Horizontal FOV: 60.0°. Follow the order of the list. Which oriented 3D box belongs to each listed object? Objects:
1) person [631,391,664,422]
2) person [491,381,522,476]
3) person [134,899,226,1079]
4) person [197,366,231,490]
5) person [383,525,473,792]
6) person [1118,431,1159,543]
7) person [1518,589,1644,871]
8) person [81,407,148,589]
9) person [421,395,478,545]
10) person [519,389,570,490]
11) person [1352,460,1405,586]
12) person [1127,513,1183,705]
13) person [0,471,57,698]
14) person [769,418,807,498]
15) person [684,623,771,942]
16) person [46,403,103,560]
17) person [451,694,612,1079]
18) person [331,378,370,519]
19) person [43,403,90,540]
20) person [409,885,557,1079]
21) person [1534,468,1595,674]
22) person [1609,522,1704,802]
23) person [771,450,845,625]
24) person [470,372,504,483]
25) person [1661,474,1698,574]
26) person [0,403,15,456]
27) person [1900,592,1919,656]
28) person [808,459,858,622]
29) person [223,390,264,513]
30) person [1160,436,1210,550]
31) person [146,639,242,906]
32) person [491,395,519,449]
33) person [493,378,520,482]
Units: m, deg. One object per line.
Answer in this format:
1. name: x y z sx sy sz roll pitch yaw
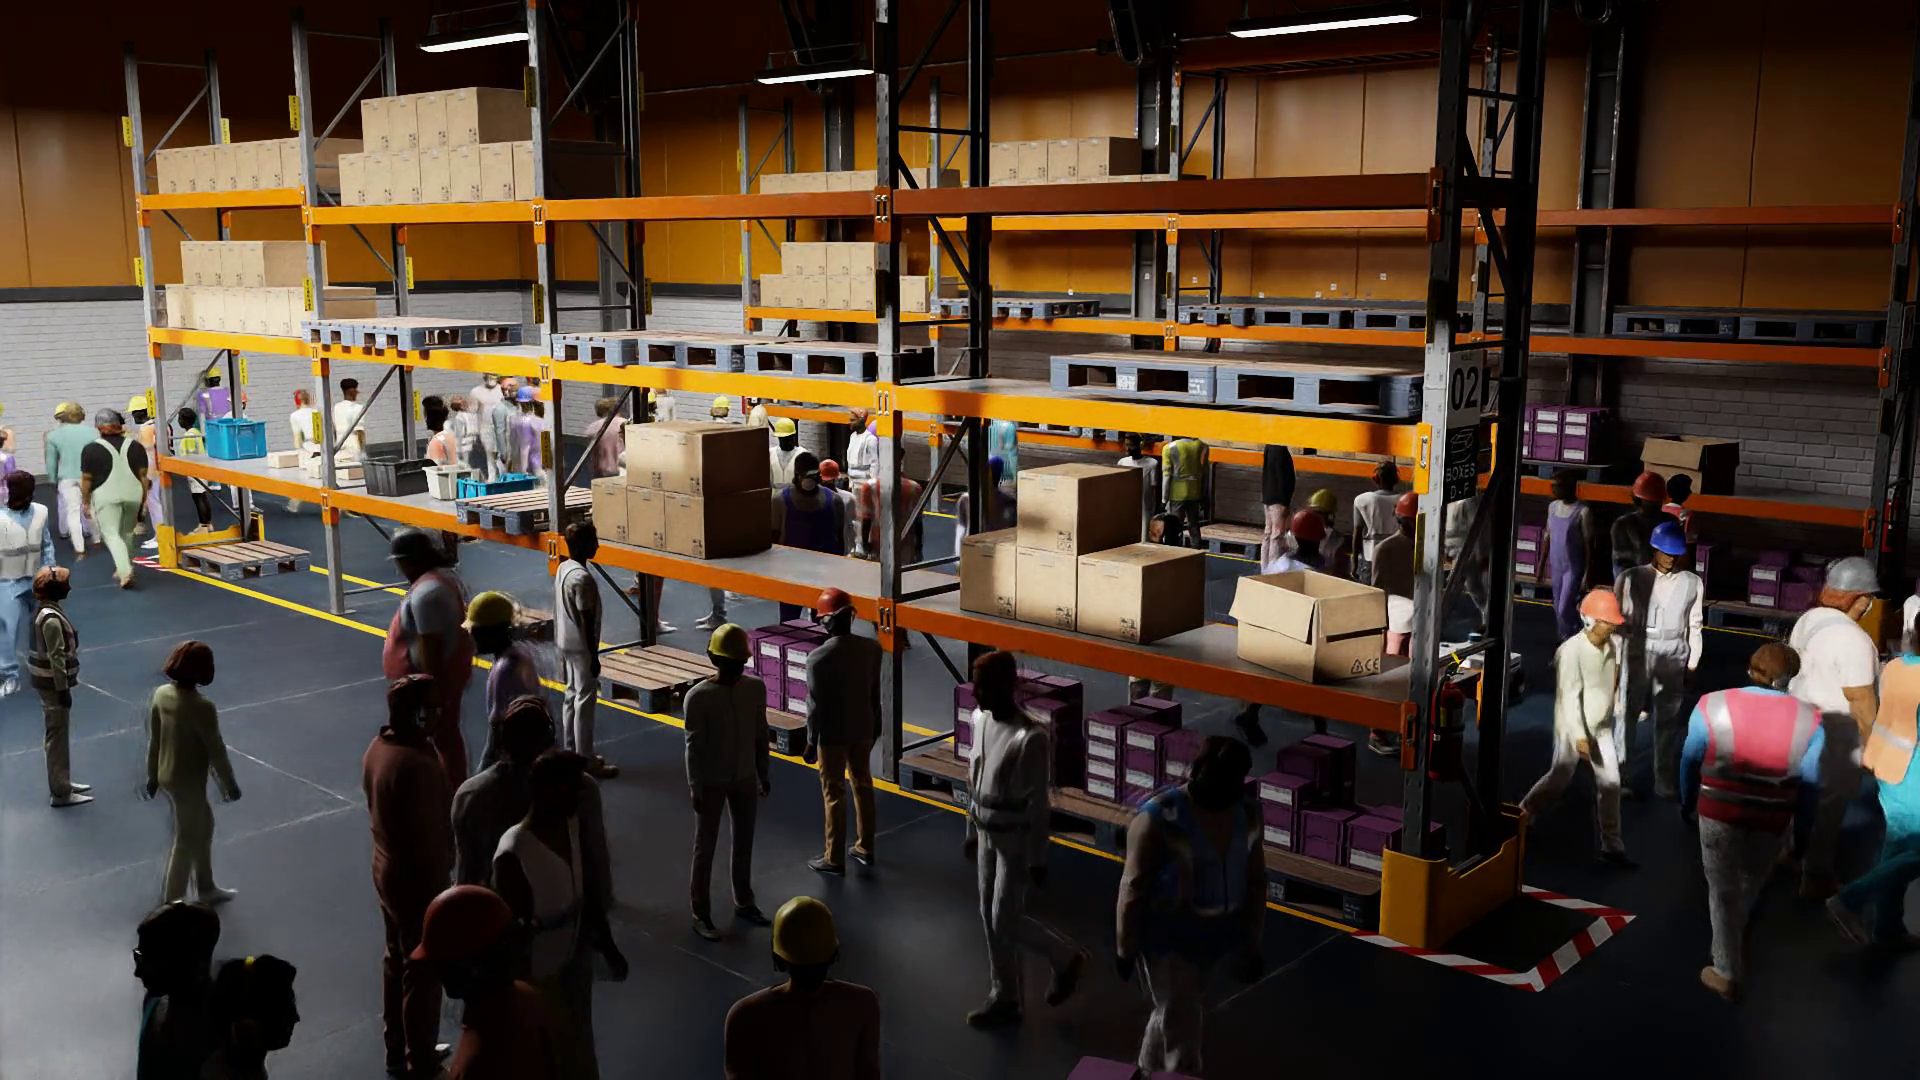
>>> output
1. person: -4.438 -1.267 23.712 0.492 1.745 0.304 -5 11 -27
2. person: -6.226 -1.258 23.181 0.403 1.911 0.637 3 10 15
3. person: -2.313 1.972 5.091 0.506 1.847 0.350 6 12 31
4. person: -11.527 -1.734 25.855 0.588 1.919 0.401 -9 14 -43
5. person: -3.431 0.876 10.739 0.540 2.000 0.725 -1 10 -7
6. person: 1.873 -0.253 17.659 0.525 1.856 0.350 7 12 35
7. person: 3.816 1.121 10.261 0.547 1.717 0.834 -6 12 -31
8. person: -9.354 -0.492 18.474 0.922 2.000 0.687 9 13 42
9. person: -6.579 -0.861 20.923 0.995 1.911 0.625 -3 11 -18
10. person: -5.399 -0.970 21.405 1.042 1.980 0.596 3 11 17
11. person: 3.862 0.197 15.174 0.561 1.835 0.387 1 10 5
12. person: 1.470 0.704 12.322 0.430 1.834 0.633 -6 12 -32
13. person: -7.998 0.350 14.177 0.452 1.888 0.903 4 11 20
14. person: -1.880 -0.385 18.222 0.588 1.918 0.397 3 10 15
15. person: -1.255 1.310 9.096 0.523 1.759 0.351 -9 13 -40
16. person: -10.758 -0.729 20.300 0.643 1.876 1.037 -5 11 -24
17. person: -1.793 1.592 7.068 0.636 1.911 0.405 -1 10 -7
18. person: -8.496 -1.290 23.230 0.628 1.966 0.400 6 11 29
19. person: -11.494 -0.883 21.460 0.532 1.768 0.311 -4 11 -22
20. person: -1.352 1.955 4.829 0.409 1.978 0.632 -1 10 -5
21. person: 5.351 0.281 14.720 0.475 1.828 0.545 -4 11 -19
22. person: 4.726 0.827 11.314 0.605 1.939 0.416 1 10 7
23. person: -1.303 0.233 14.373 0.681 2.000 0.536 -3 10 -15
24. person: -7.234 -1.706 25.729 0.647 1.905 0.645 -1 10 -3
25. person: 6.580 0.232 15.355 0.318 1.696 0.536 -5 11 -26
26. person: -12.016 -0.808 20.675 0.683 1.892 0.565 4 11 19
27. person: 6.275 0.966 10.665 0.574 1.887 0.361 -2 10 -12
28. person: -1.258 0.089 16.013 0.563 1.747 0.339 -2 10 -12
29. person: -10.188 -1.255 23.596 0.559 1.752 0.325 7 12 34
30. person: 2.543 -0.513 18.913 0.588 1.927 0.370 -4 11 -22
31. person: -4.247 1.343 9.326 0.509 1.610 0.624 8 13 37
32. person: -6.417 -1.280 23.787 0.575 1.739 0.350 5 11 27
33. person: -6.466 -1.366 23.818 0.433 1.909 0.560 2 10 13
